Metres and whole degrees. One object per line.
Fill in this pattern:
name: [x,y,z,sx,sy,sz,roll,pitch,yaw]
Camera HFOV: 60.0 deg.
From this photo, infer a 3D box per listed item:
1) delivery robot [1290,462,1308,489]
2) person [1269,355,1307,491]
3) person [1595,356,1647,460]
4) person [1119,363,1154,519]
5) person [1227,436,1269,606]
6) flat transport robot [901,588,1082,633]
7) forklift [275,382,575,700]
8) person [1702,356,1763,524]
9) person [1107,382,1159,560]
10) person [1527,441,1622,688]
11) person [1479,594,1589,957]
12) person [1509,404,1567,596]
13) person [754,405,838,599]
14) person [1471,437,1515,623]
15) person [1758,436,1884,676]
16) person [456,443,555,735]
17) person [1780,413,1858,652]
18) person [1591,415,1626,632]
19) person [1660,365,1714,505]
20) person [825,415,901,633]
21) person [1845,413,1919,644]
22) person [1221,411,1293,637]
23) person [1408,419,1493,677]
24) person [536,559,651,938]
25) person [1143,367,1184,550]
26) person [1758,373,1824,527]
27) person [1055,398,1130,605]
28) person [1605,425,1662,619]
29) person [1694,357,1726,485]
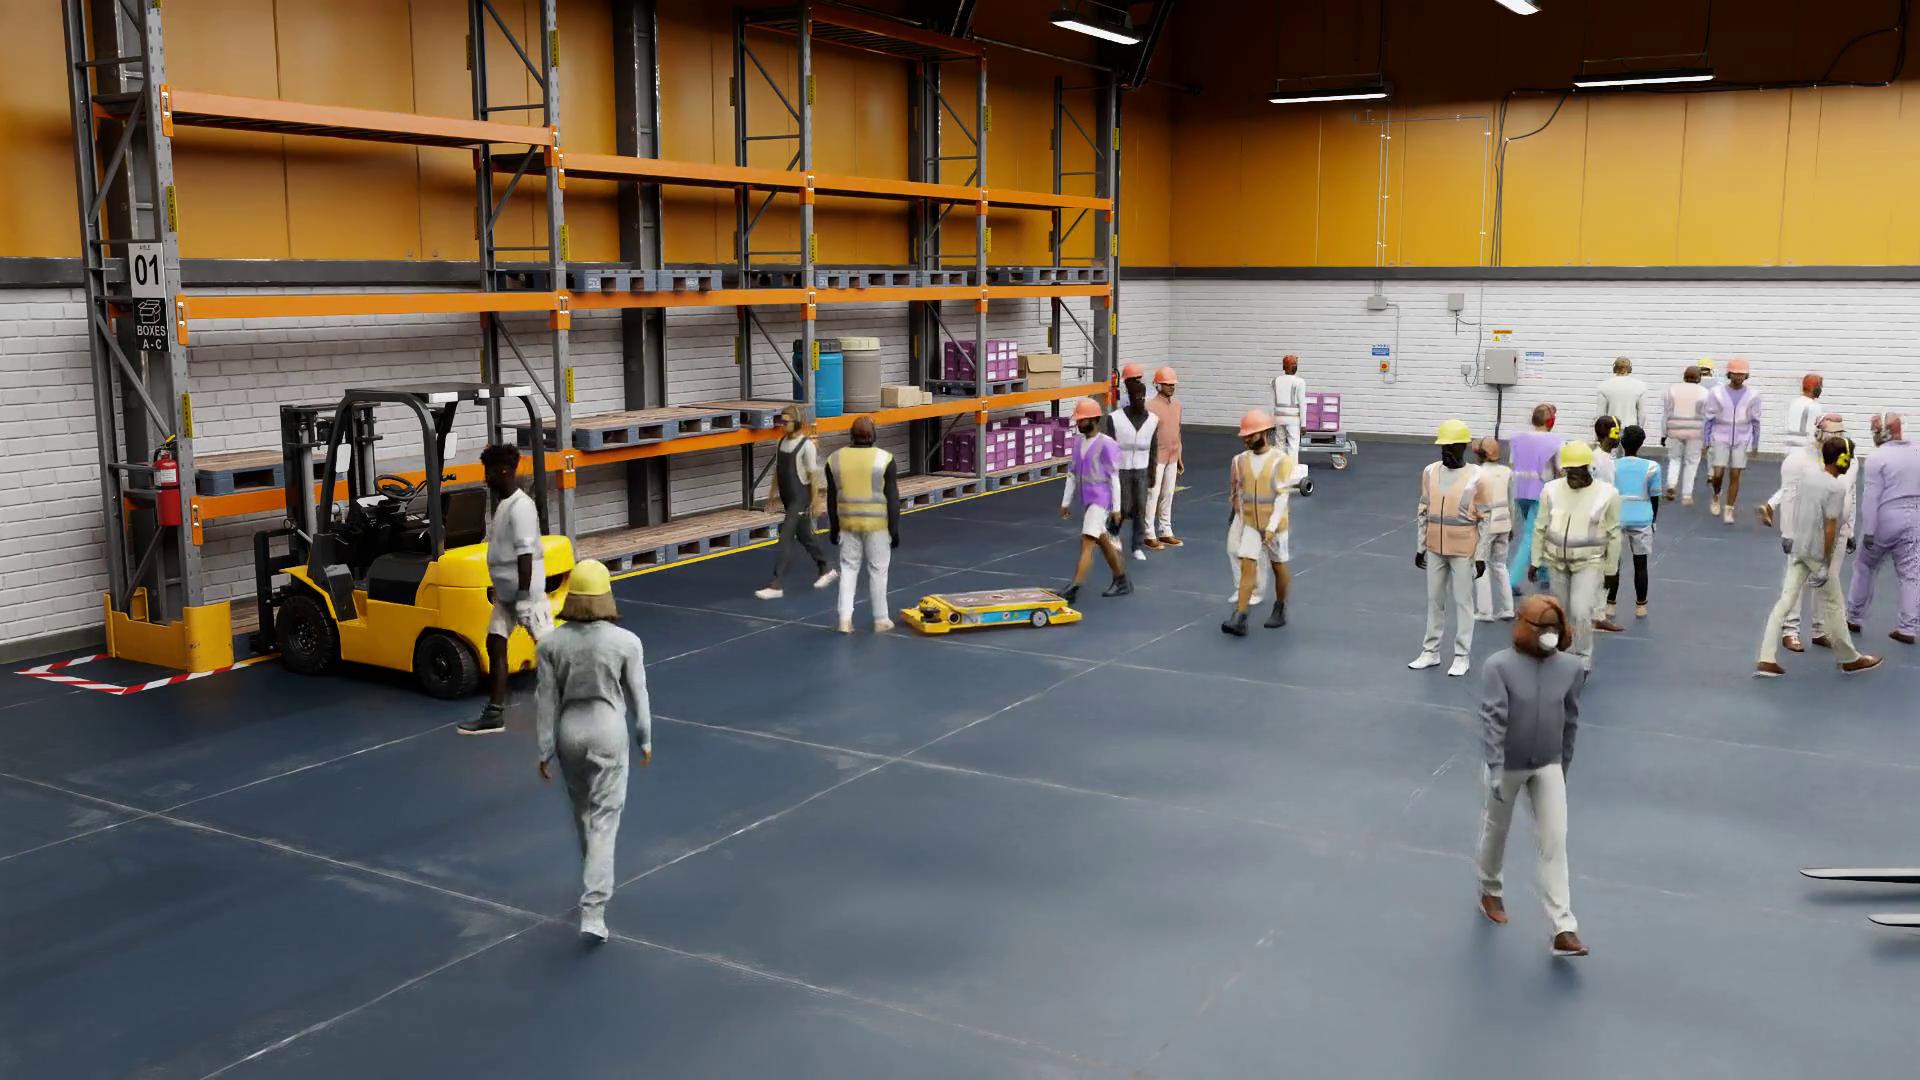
delivery robot: [4.367,-0.897,22.405,0.707,0.478,0.477,-8,12,-42]
person: [4.563,-1.625,23.112,0.572,1.883,0.355,9,12,43]
person: [8.600,-1.422,21.686,0.627,1.934,0.370,2,9,14]
person: [2.102,-1.204,20.336,0.436,1.925,0.581,8,12,42]
person: [2.635,-0.203,15.019,0.538,1.619,0.466,7,12,38]
flat transport robot: [0.268,0.591,14.291,1.431,0.197,0.652,-3,10,-20]
forklift: [-3.974,-0.067,12.417,2.313,2.155,1.214,5,11,30]
person: [9.276,-1.199,19.992,0.638,2.025,0.480,3,10,17]
person: [1.784,-0.737,17.543,0.629,1.891,0.572,-3,9,-16]
person: [4.457,0.177,12.140,0.585,1.799,0.596,8,12,41]
person: [2.561,1.035,7.425,0.498,1.588,0.863,-1,9,-3]
person: [5.417,-0.378,15.611,0.969,1.801,0.588,-6,11,-34]
person: [-1.508,-0.376,15.599,0.992,1.806,0.507,-7,12,-38]
person: [4.541,-0.076,14.317,0.540,1.625,0.358,-4,10,-26]
person: [6.405,0.129,12.386,0.992,1.804,0.549,-2,9,-10]
person: [-2.824,0.307,10.979,0.981,1.914,0.661,-5,10,-28]
person: [6.867,-0.060,13.273,0.648,1.906,0.409,-2,9,-10]
person: [5.363,-0.132,13.920,0.443,1.834,0.575,5,10,27]
person: [9.454,-1.360,21.622,0.640,1.827,0.441,7,11,36]
person: [-0.792,-0.122,13.889,0.628,1.848,0.429,3,9,16]
person: [7.633,-0.121,13.763,0.682,1.859,0.906,-2,9,-10]
person: [2.492,-0.136,13.849,0.539,1.870,1.008,7,11,37]
person: [3.684,0.055,12.482,0.380,1.928,0.586,-8,12,-41]
person: [-1.696,0.940,7.669,0.498,1.705,0.886,0,9,1]
person: [2.224,-0.897,18.220,0.612,1.995,0.378,-8,12,-42]
person: [9.705,-1.003,19.284,0.633,1.866,0.593,-1,9,-8]
person: [1.207,-0.363,15.257,1.002,1.881,0.562,-6,11,-31]
person: [5.816,-0.153,14.501,0.536,1.696,0.322,2,9,14]
person: [10.567,-1.687,23.668,0.592,1.829,0.404,2,9,13]
